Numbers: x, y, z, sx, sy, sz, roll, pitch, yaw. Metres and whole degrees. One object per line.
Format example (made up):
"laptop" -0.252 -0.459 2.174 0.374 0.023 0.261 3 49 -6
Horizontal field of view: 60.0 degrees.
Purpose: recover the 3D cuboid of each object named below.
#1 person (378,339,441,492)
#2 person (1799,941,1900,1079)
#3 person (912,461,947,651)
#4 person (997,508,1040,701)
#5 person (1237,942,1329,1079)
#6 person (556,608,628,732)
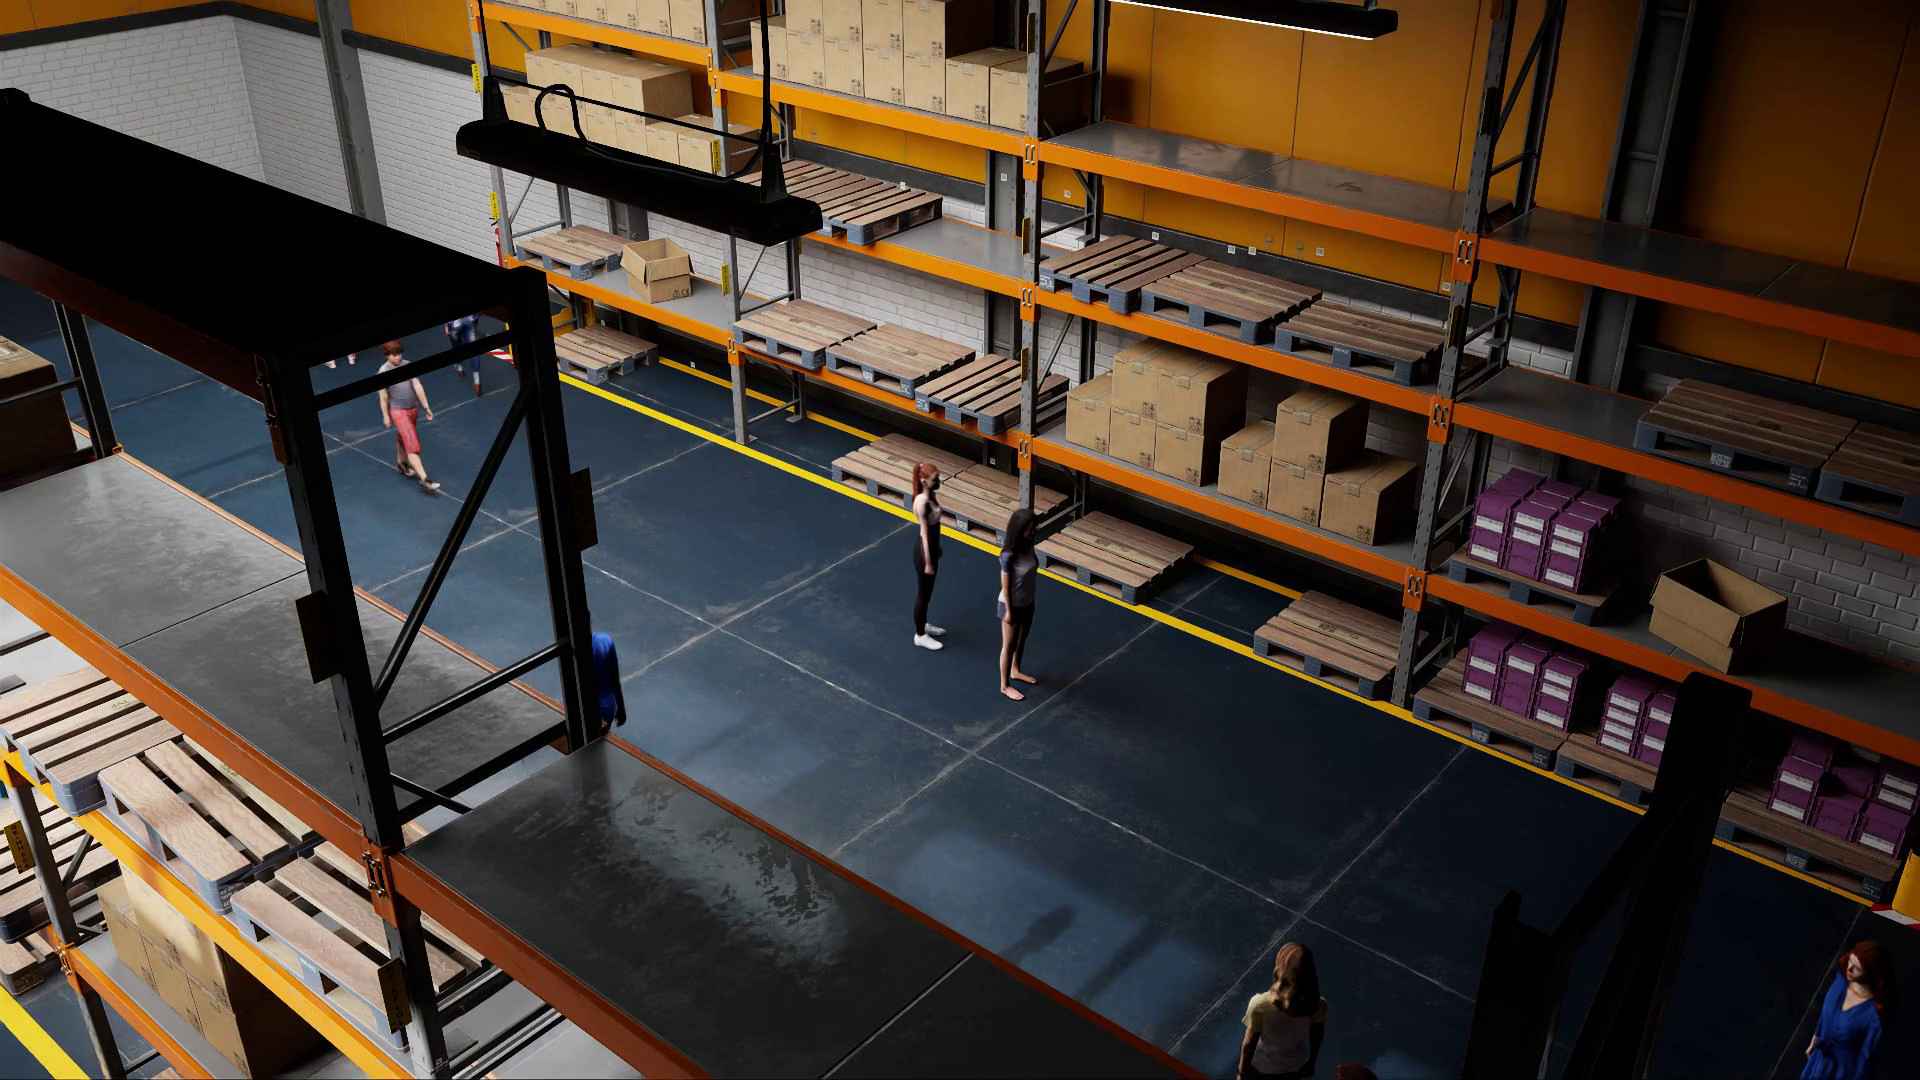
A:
"person" -5.828 -1.340 17.320 1.113 1.602 0.597 21 35 33
"person" 4.894 2.948 9.228 0.768 1.824 0.709 -2 29 -4
"person" -0.292 0.121 14.500 0.678 1.740 0.668 5 29 9
"person" 0.482 0.497 13.845 0.579 1.707 0.631 16 32 26
"person" 1.789 2.995 9.256 0.795 1.714 0.849 -5 29 -9
"person" -2.645 1.343 12.180 0.807 1.815 1.320 -20 34 -32
